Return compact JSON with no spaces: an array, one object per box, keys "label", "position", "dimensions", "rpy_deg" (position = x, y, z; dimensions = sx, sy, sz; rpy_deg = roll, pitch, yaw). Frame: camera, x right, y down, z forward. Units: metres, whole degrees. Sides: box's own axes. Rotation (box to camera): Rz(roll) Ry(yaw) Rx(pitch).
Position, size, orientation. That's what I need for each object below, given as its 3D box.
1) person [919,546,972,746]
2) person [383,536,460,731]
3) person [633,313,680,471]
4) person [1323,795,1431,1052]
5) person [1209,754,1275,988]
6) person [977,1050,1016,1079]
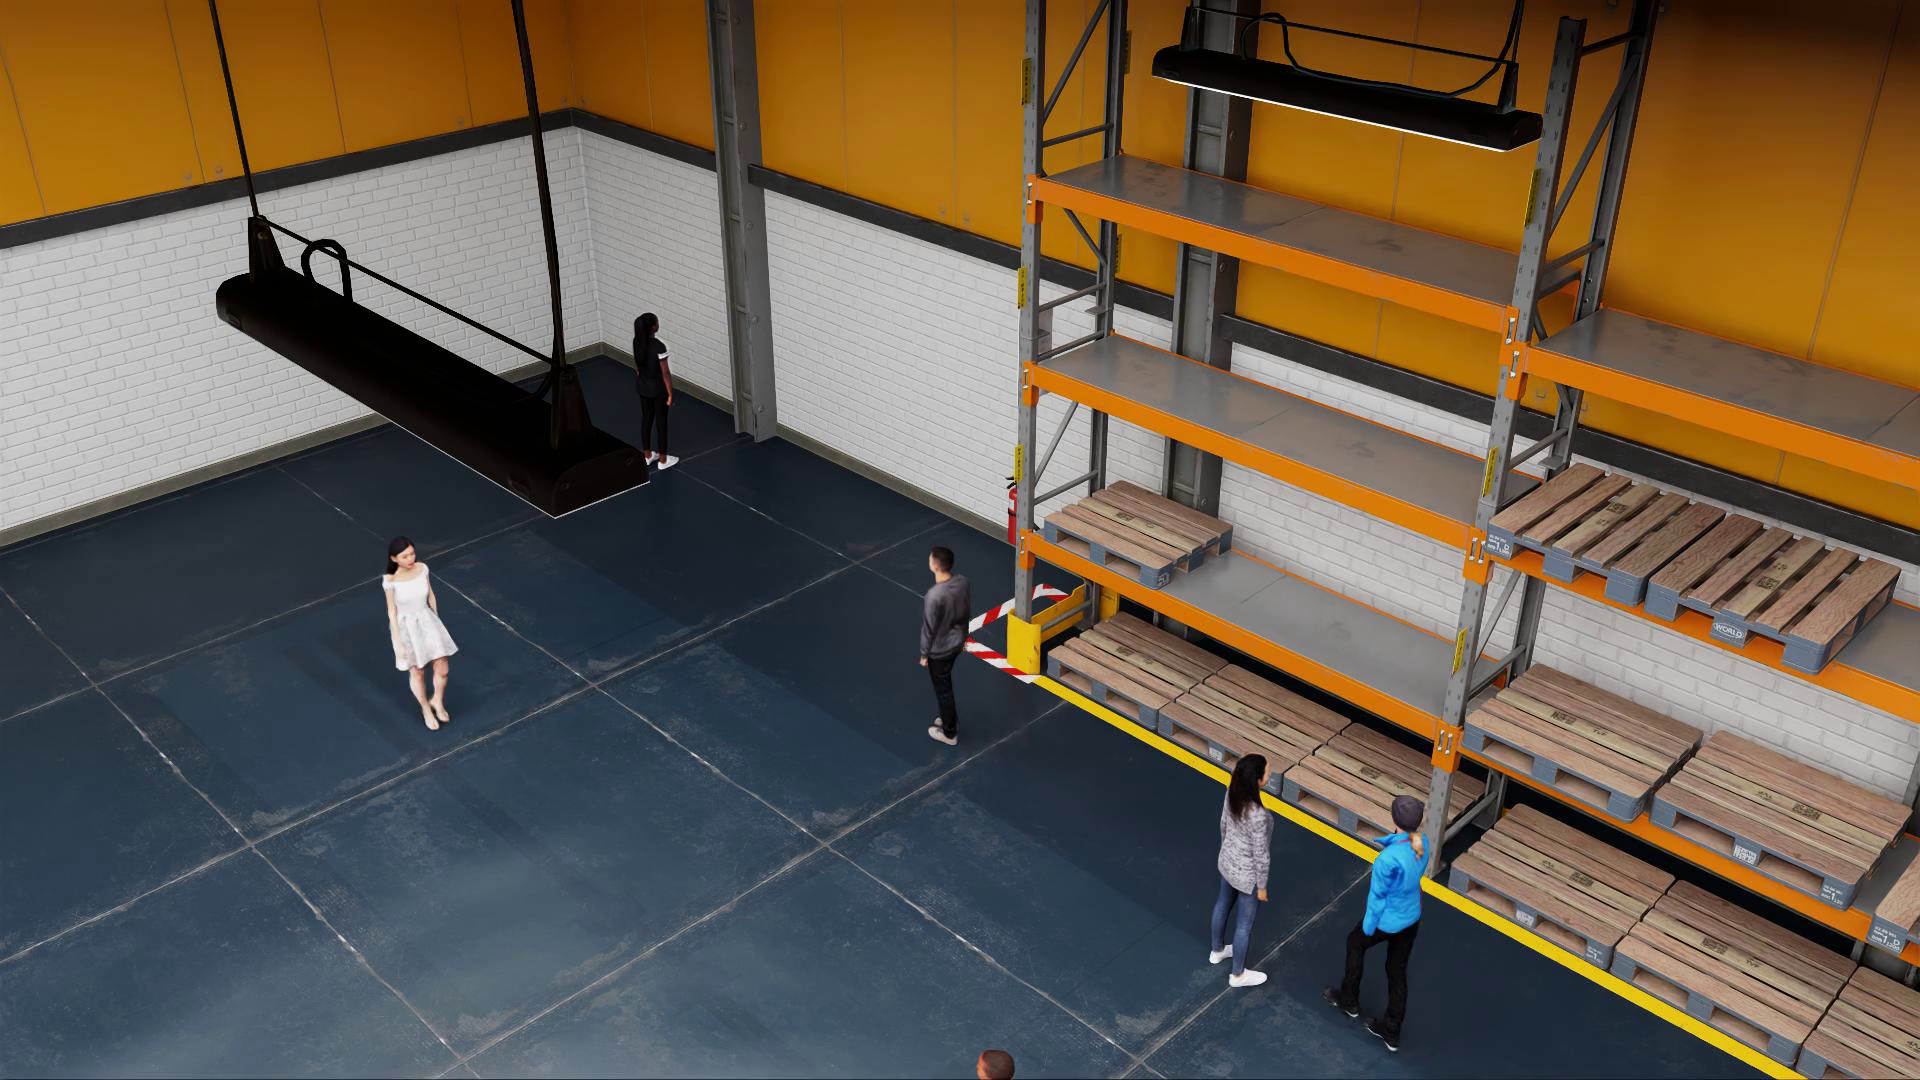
[{"label":"person","position":[-0.057,0.856,12.992],"dimensions":[0.638,1.756,0.663],"rpy_deg":[20,35,33]},{"label":"person","position":[-4.369,0.735,13.208],"dimensions":[0.630,1.763,0.665],"rpy_deg":[-23,36,-36]},{"label":"person","position":[-3.223,-1.576,17.479],"dimensions":[0.563,1.729,0.709],"rpy_deg":[18,33,29]},{"label":"person","position":[2.710,2.384,10.172],"dimensions":[0.765,1.774,0.915],"rpy_deg":[-15,32,-26]},{"label":"person","position":[1.820,2.104,10.729],"dimensions":[0.738,1.732,0.592],"rpy_deg":[-11,31,-20]},{"label":"person","position":[0.209,3.278,9.018],"dimensions":[0.564,1.310,0.538],"rpy_deg":[11,31,20]}]
